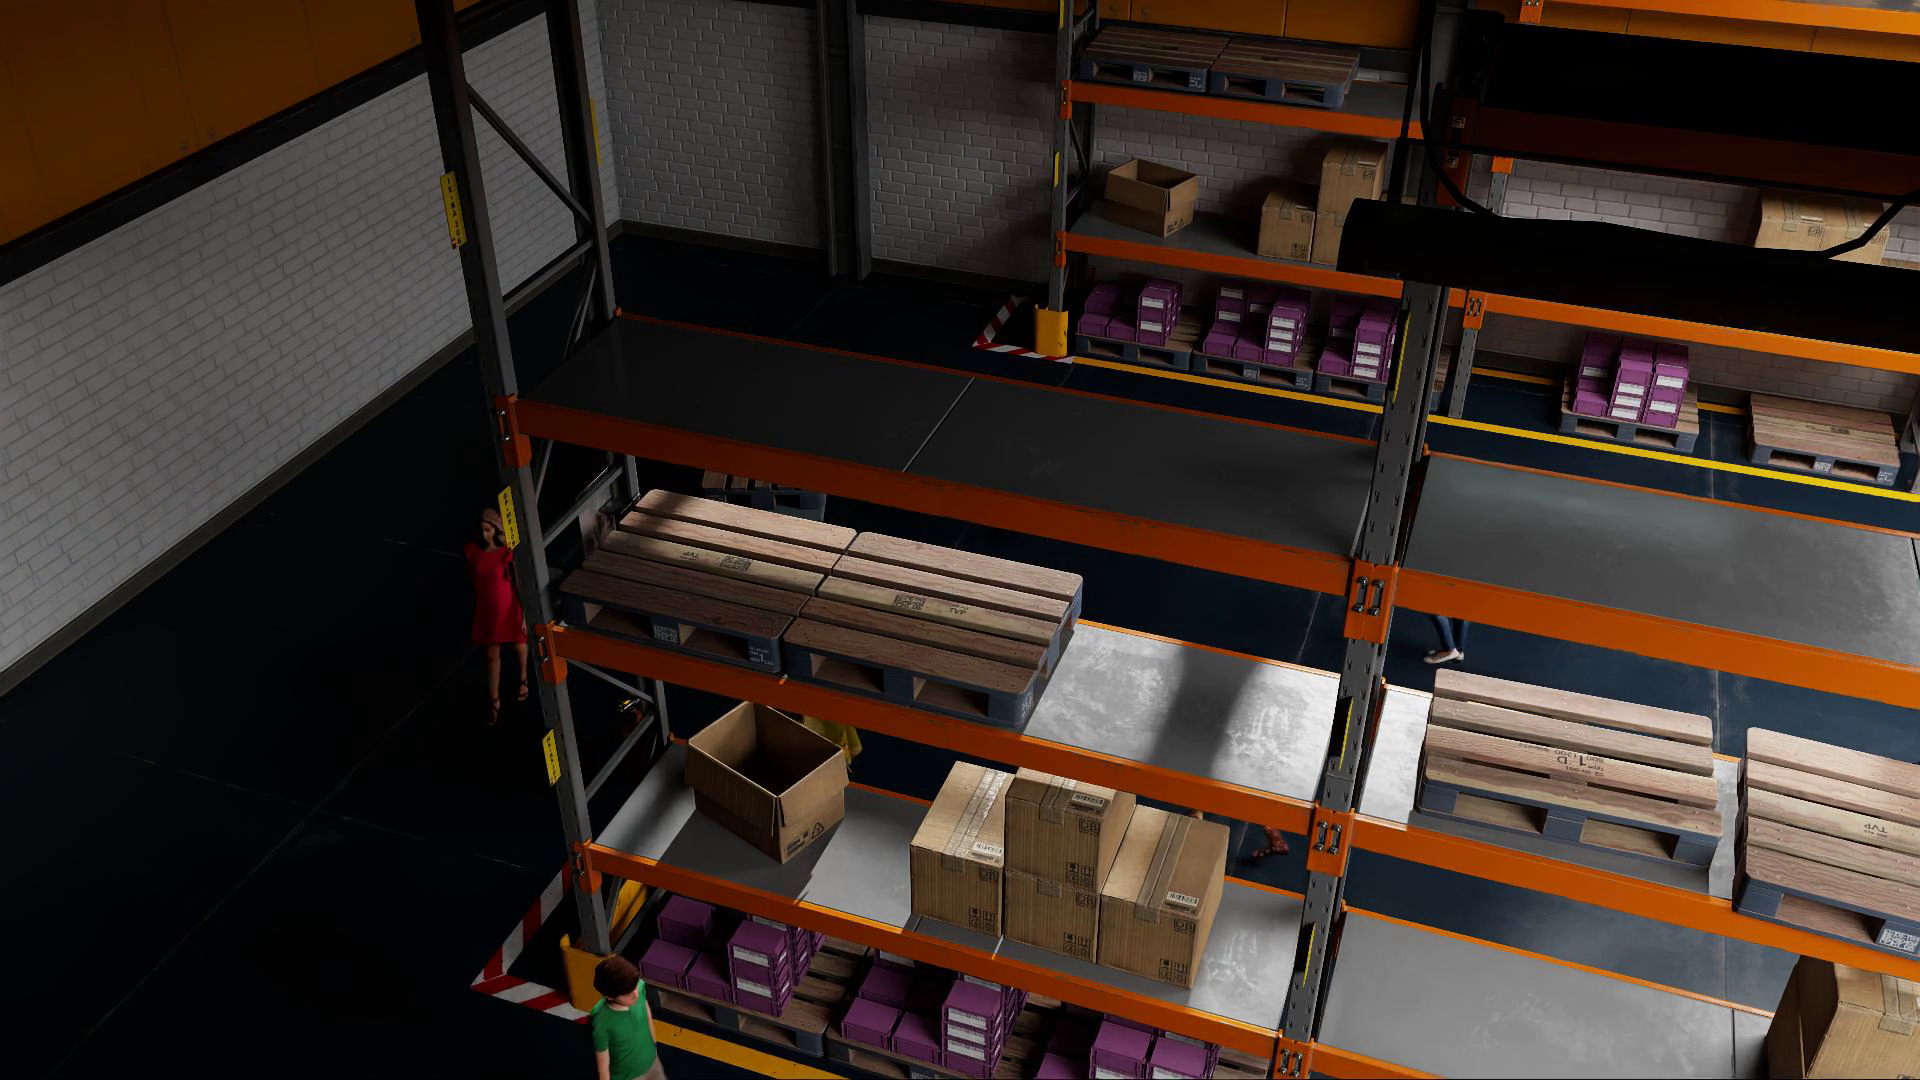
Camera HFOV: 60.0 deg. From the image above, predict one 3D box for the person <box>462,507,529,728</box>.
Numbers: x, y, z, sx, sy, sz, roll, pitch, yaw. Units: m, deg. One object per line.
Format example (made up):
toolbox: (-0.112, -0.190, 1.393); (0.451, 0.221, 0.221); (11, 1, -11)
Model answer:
person: (-3.245, 0.441, 11.867); (0.790, 1.713, 0.767); (3, 34, 5)

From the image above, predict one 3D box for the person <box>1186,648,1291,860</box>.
person: (1.774, 1.408, 10.431); (1.163, 1.692, 0.743); (6, 34, 9)

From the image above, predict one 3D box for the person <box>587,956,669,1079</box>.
person: (-1.769, 2.691, 8.551); (0.877, 1.636, 0.660); (17, 37, 24)
